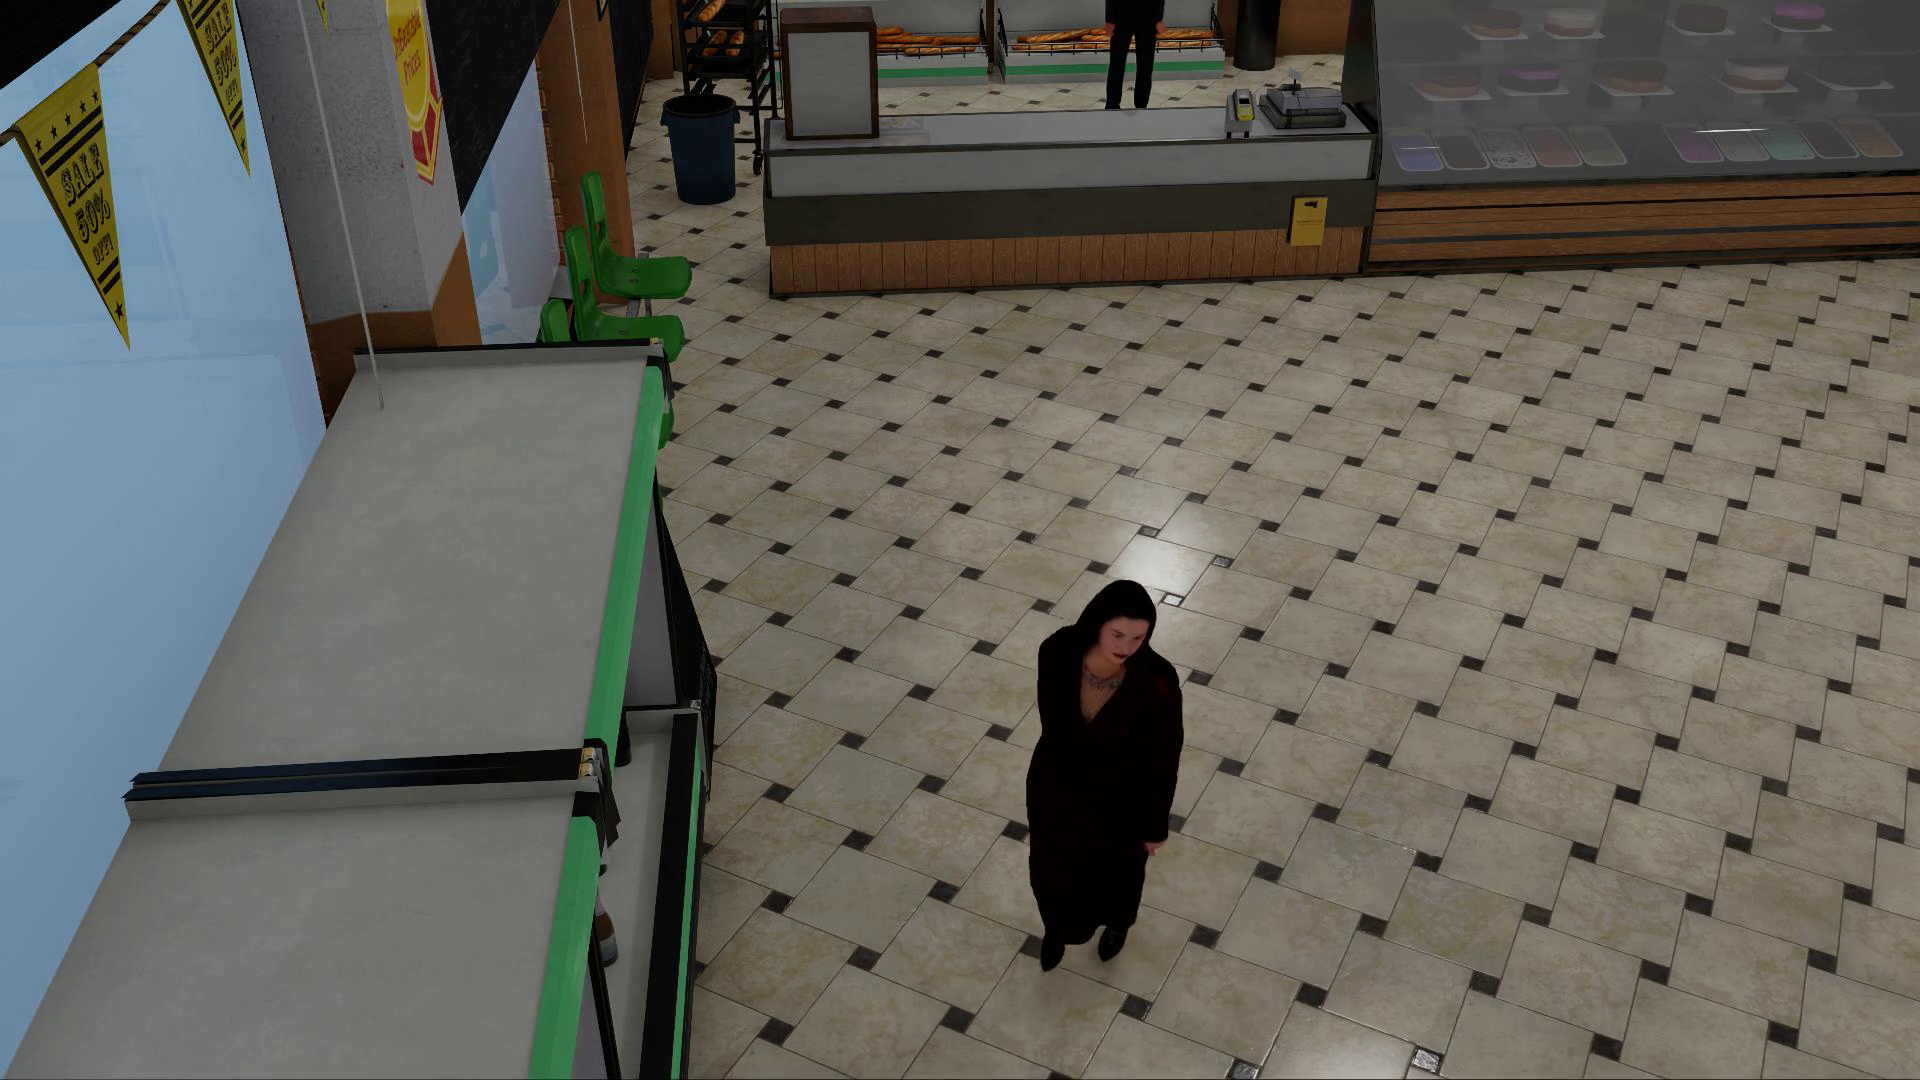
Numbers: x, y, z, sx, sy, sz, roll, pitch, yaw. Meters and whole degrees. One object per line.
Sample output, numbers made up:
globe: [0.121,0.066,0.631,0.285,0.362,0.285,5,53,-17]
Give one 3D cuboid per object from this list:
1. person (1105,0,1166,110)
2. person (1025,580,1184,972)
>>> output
person: [1.424,-4.239,13.467,0.633,1.867,0.550,-3,32,-4]
person: [0.478,0.779,5.546,0.825,1.716,0.873,19,36,27]
